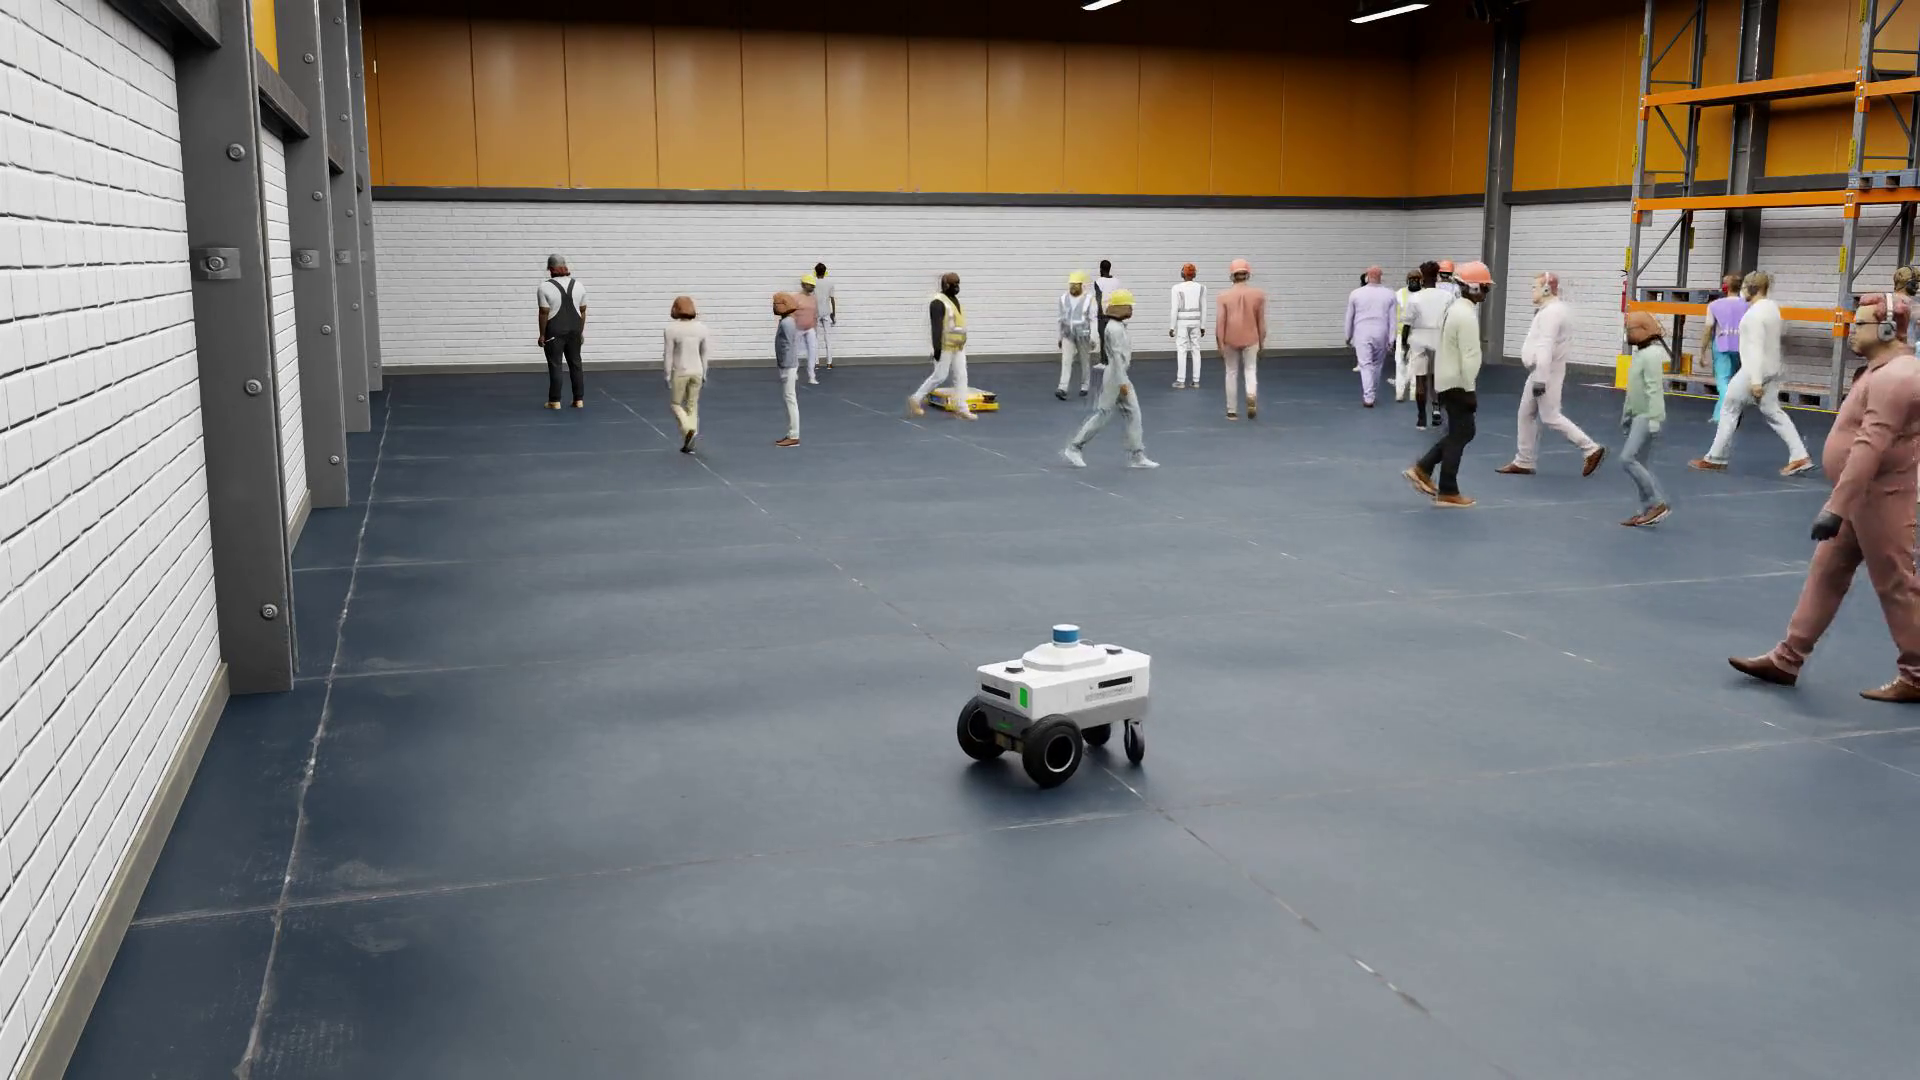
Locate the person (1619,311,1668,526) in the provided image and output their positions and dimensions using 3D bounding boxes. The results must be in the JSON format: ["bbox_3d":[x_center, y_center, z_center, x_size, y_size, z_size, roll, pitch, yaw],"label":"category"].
[{"bbox_3d":[5.050,-0.878,12.305,0.370,1.612,0.537,2,10,9],"label":"person"}]

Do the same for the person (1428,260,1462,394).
[{"bbox_3d":[6.991,-3.065,24.019,0.542,1.939,0.364,3,10,18],"label":"person"}]

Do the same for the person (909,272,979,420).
[{"bbox_3d":[-0.204,-2.380,20.436,0.831,1.818,0.634,5,11,28],"label":"person"}]

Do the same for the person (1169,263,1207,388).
[{"bbox_3d":[3.453,-3.245,25.223,0.587,1.882,0.341,-3,10,-17],"label":"person"}]

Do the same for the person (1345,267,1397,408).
[{"bbox_3d":[5.482,-2.713,22.254,0.637,1.842,1.032,1,10,3],"label":"person"}]

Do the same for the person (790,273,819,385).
[{"bbox_3d":[-2.487,-3.307,26.032,0.557,1.728,0.767,-6,12,-32],"label":"person"}]

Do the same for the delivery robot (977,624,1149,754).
[{"bbox_3d":[0.420,0.581,6.644,0.707,0.478,0.477,-7,12,-36],"label":"delivery robot"}]

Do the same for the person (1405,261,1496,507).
[{"bbox_3d":[4.000,-1.245,13.392,0.530,1.978,0.608,2,10,10],"label":"person"}]

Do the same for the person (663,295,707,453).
[{"bbox_3d":[-2.752,-1.660,16.817,0.505,1.620,0.465,-7,12,-36],"label":"person"}]

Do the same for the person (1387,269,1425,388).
[{"bbox_3d":[6.968,-3.147,24.860,1.022,1.813,0.648,1,10,6],"label":"person"}]

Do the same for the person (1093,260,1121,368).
[{"bbox_3d":[2.608,-3.998,29.488,0.597,1.915,0.370,-8,13,-39],"label":"person"}]

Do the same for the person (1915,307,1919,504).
[{"bbox_3d":[7.811,-1.098,13.517,0.545,1.620,0.457,-7,12,-37],"label":"person"}]

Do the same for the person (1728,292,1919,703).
[{"bbox_3d":[4.097,-0.186,7.605,0.764,1.885,0.661,4,10,20],"label":"person"}]

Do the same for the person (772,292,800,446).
[{"bbox_3d":[-1.843,-1.808,17.629,0.268,1.631,0.507,-1,10,-5],"label":"person"}]

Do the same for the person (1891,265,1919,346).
[{"bbox_3d":[8.571,-1.547,15.281,0.367,1.932,0.623,-2,10,-10],"label":"person"}]

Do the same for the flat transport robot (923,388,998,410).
[{"bbox_3d":[-0.014,-1.874,21.948,0.652,0.197,1.431,-3,10,-16],"label":"flat transport robot"}]

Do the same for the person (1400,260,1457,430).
[{"bbox_3d":[5.415,-2.244,19.222,0.646,1.950,0.419,1,10,5],"label":"person"}]

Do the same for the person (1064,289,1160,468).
[{"bbox_3d":[1.435,-1.530,15.800,0.857,1.704,0.485,3,10,18],"label":"person"}]

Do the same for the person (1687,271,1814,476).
[{"bbox_3d":[7.367,-1.525,15.289,0.617,1.889,1.051,-9,14,-43],"label":"person"}]

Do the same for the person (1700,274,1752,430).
[{"bbox_3d":[8.967,-2.191,19.363,0.573,1.809,0.909,0,10,1],"label":"person"}]

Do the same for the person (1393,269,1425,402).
[{"bbox_3d":[6.198,-2.774,22.726,0.629,1.810,0.865,2,10,13],"label":"person"}]

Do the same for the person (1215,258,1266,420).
[{"bbox_3d":[3.400,-2.413,20.135,0.632,1.976,0.695,0,10,1],"label":"person"}]

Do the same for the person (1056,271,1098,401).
[{"bbox_3d":[1.603,-2.828,23.081,0.617,1.781,0.948,4,11,23],"label":"person"}]

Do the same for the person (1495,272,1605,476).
[{"bbox_3d":[5.423,-1.503,15.171,0.852,1.877,0.638,2,10,13],"label":"person"}]

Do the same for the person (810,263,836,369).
[{"bbox_3d":[-2.450,-3.944,29.318,0.531,1.867,0.317,-2,10,-10],"label":"person"}]

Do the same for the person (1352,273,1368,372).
[{"bbox_3d":[6.999,-3.740,28.640,0.531,1.693,0.320,-5,11,-26],"label":"person"}]

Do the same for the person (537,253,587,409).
[{"bbox_3d":[-5.276,-2.749,21.897,0.675,2.000,0.536,-8,13,-39],"label":"person"}]
